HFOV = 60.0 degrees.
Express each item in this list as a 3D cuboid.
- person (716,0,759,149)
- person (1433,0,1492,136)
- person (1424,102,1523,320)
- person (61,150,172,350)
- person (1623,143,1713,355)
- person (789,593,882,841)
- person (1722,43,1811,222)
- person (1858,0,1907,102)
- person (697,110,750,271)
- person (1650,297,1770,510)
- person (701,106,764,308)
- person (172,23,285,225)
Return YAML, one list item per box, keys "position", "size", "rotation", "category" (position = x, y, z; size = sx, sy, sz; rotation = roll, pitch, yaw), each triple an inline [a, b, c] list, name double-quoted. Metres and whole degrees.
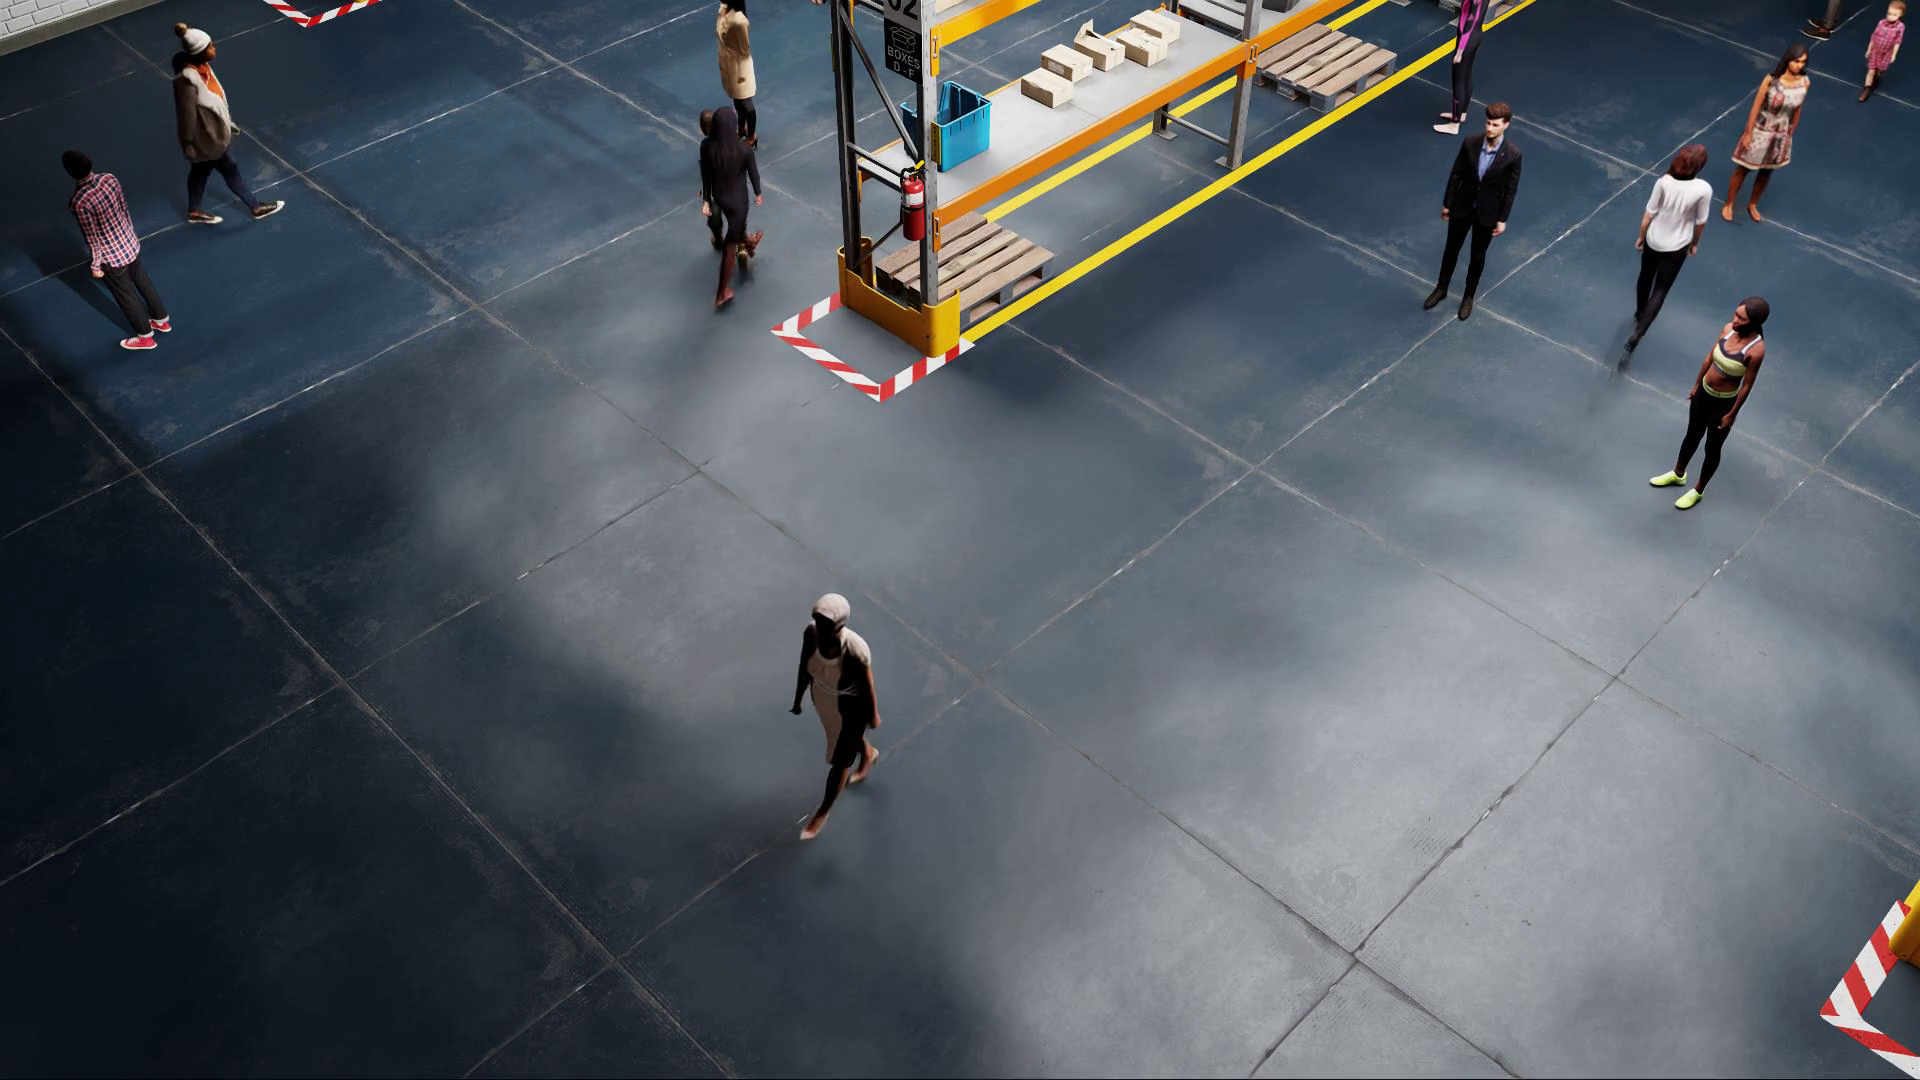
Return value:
- position: [-2.065, -4.401, 15.418]
  size: [0.615, 1.682, 0.683]
  rotation: [-22, 48, -21]
  category: "person"
- position: [4.791, -4.688, 15.672]
  size: [0.662, 1.746, 0.544]
  rotation: [20, 47, 20]
  category: "person"
- position: [4.185, -2.691, 13.470]
  size: [0.754, 1.893, 0.689]
  rotation: [22, 48, 22]
  category: "person"
- position: [-6.699, -2.311, 13.167]
  size: [0.842, 1.760, 0.730]
  rotation: [8, 44, 8]
  category: "person"
- position: [5.538, -2.263, 13.114]
  size: [0.811, 1.763, 1.167]
  rotation: [22, 48, 21]
  category: "person"
- position: [-0.641, 0.917, 9.810]
  size: [0.699, 1.718, 1.062]
  rotation: [29, 51, 27]
  category: "person"
- position: [7.087, -3.590, 14.593]
  size: [0.717, 1.645, 0.770]
  rotation: [1, 44, 1]
  category: "person"
- position: [9.092, -4.831, 16.357]
  size: [0.460, 1.010, 0.553]
  rotation: [27, 50, 26]
  category: "person"
- position: [-2.012, -3.010, 14.141]
  size: [0.996, 1.429, 0.902]
  rotation: [-15, 46, -16]
  category: "person"
- position: [5.381, -0.992, 11.786]
  size: [0.629, 1.755, 0.629]
  rotation: [-16, 46, -16]
  category: "person"
- position: [-1.909, -2.692, 13.632]
  size: [0.927, 1.671, 1.268]
  rotation: [15, 46, 15]
  category: "person"
- position: [-6.649, -3.511, 14.373]
  size: [1.204, 1.835, 1.021]
  rotation: [-6, 44, -6]
  category: "person"
